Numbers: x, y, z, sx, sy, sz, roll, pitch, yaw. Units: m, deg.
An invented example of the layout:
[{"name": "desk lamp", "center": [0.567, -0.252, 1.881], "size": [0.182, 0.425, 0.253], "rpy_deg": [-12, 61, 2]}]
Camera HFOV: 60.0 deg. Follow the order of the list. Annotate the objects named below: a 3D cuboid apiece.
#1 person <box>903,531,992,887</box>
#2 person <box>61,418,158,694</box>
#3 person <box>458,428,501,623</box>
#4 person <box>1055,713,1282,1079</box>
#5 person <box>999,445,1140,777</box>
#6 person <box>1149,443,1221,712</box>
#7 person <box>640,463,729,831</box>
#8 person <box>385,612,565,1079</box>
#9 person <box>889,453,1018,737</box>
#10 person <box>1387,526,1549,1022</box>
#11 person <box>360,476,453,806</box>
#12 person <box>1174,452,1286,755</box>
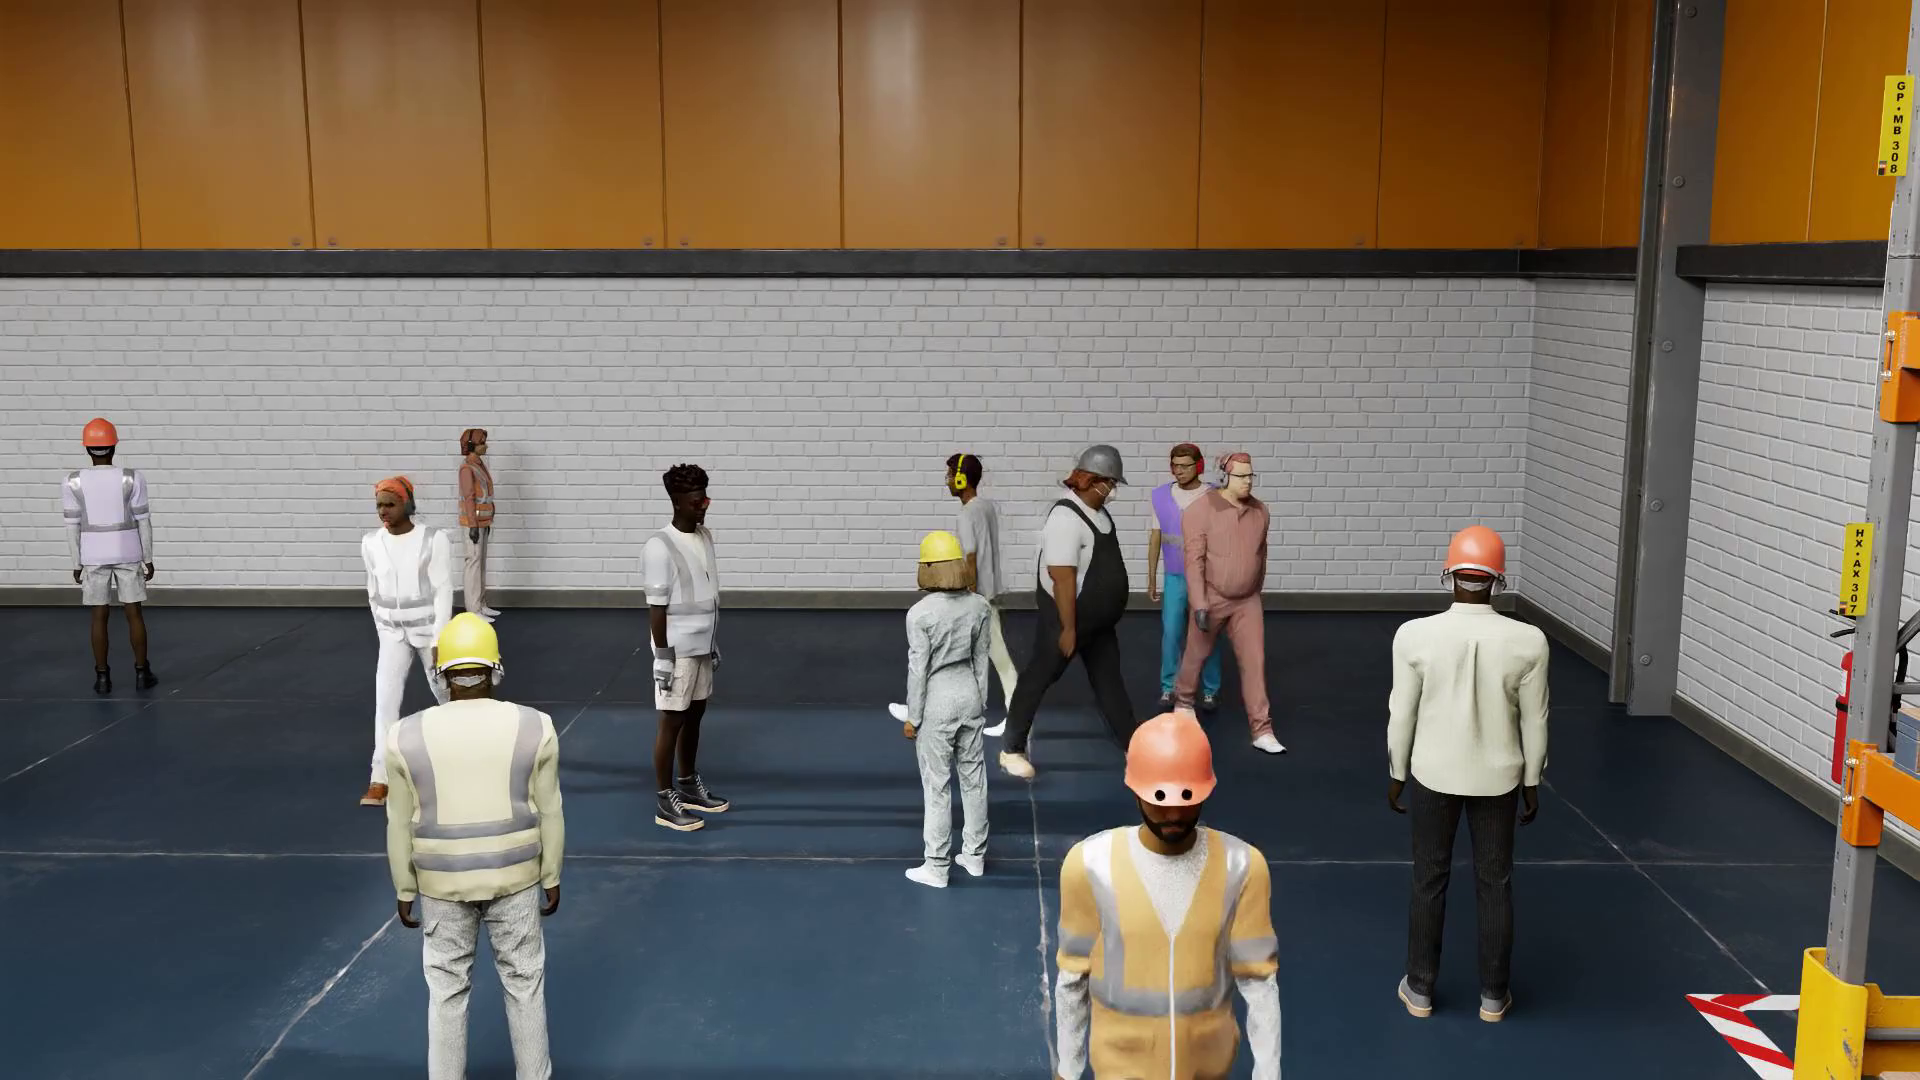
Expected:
[{"name": "person", "center": [-0.074, 0.816, 8.095], "size": [0.484, 1.738, 0.305], "rpy_deg": [-7, 12, -37]}, {"name": "person", "center": [-5.965, 0.113, 11.694], "size": [0.545, 1.943, 0.347], "rpy_deg": [-4, 10, -22]}, {"name": "person", "center": [-4.073, -0.125, 14.020], "size": [0.306, 1.640, 0.523], "rpy_deg": [-1, 10, -6]}, {"name": "person", "center": [0.547, 1.373, 4.303], "size": [0.569, 1.882, 0.976], "rpy_deg": [0, 9, -3]}, {"name": "person", "center": [0.752, 0.378, 9.809], "size": [1.071, 2.000, 0.770], "rpy_deg": [4, 10, 22]}, {"name": "person", "center": [1.553, 0.247, 11.231], "size": [0.564, 1.828, 0.423], "rpy_deg": [4, 10, 24]}, {"name": "person", "center": [-1.472, 0.557, 8.955], "size": [0.361, 1.963, 0.613], "rpy_deg": [3, 10, 18]}, {"name": "person", "center": [-1.677, 1.159, 5.797], "size": [0.591, 1.823, 0.405], "rpy_deg": [-3, 10, -15]}, {"name": "person", "center": [0.024, 0.358, 10.608], "size": [0.953, 1.807, 0.492], "rpy_deg": [5, 11, 26]}, {"name": "person", "center": [2.010, 0.933, 6.625], "size": [0.613, 1.994, 0.381], "rpy_deg": [2, 10, 12]}, {"name": "person", "center": [-3.140, 0.534, 9.561], "size": [0.575, 1.826, 1.033], "rpy_deg": [1, 10, 7]}, {"name": "person", "center": [1.669, 0.365, 10.465], "size": [0.642, 1.858, 1.013], "rpy_deg": [-3, 10, -19]}]
